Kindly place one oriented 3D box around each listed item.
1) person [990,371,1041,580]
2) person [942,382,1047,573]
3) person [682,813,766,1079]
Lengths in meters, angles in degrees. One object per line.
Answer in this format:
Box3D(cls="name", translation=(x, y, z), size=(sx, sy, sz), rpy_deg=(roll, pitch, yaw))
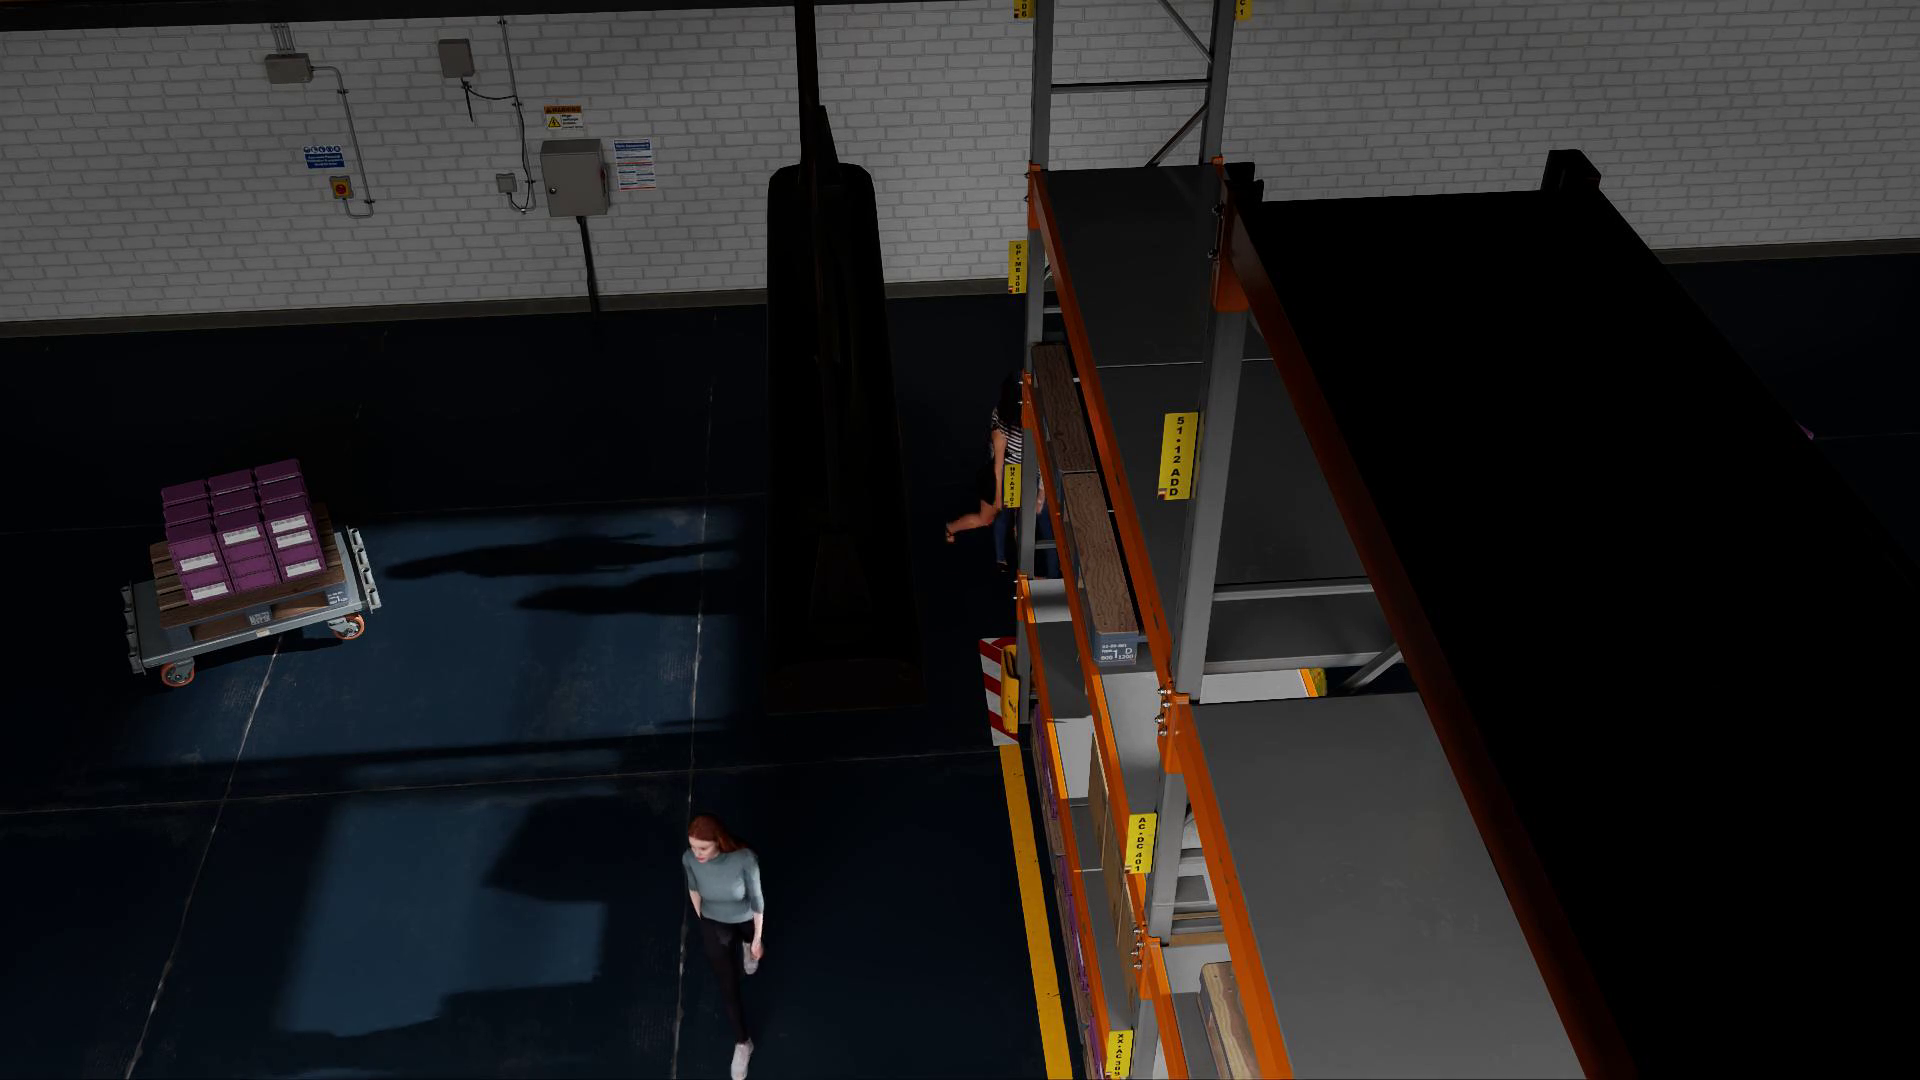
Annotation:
Box3D(cls="person", translation=(0.405, -0.438, 11.959), size=(0.635, 1.797, 0.674), rpy_deg=(23, 44, 27))
Box3D(cls="person", translation=(0.257, -0.466, 12.110), size=(1.035, 1.652, 1.061), rpy_deg=(20, 43, 23))
Box3D(cls="person", translation=(-1.209, 2.000, 8.990), size=(0.618, 1.692, 1.186), rpy_deg=(-1, 39, -1))
